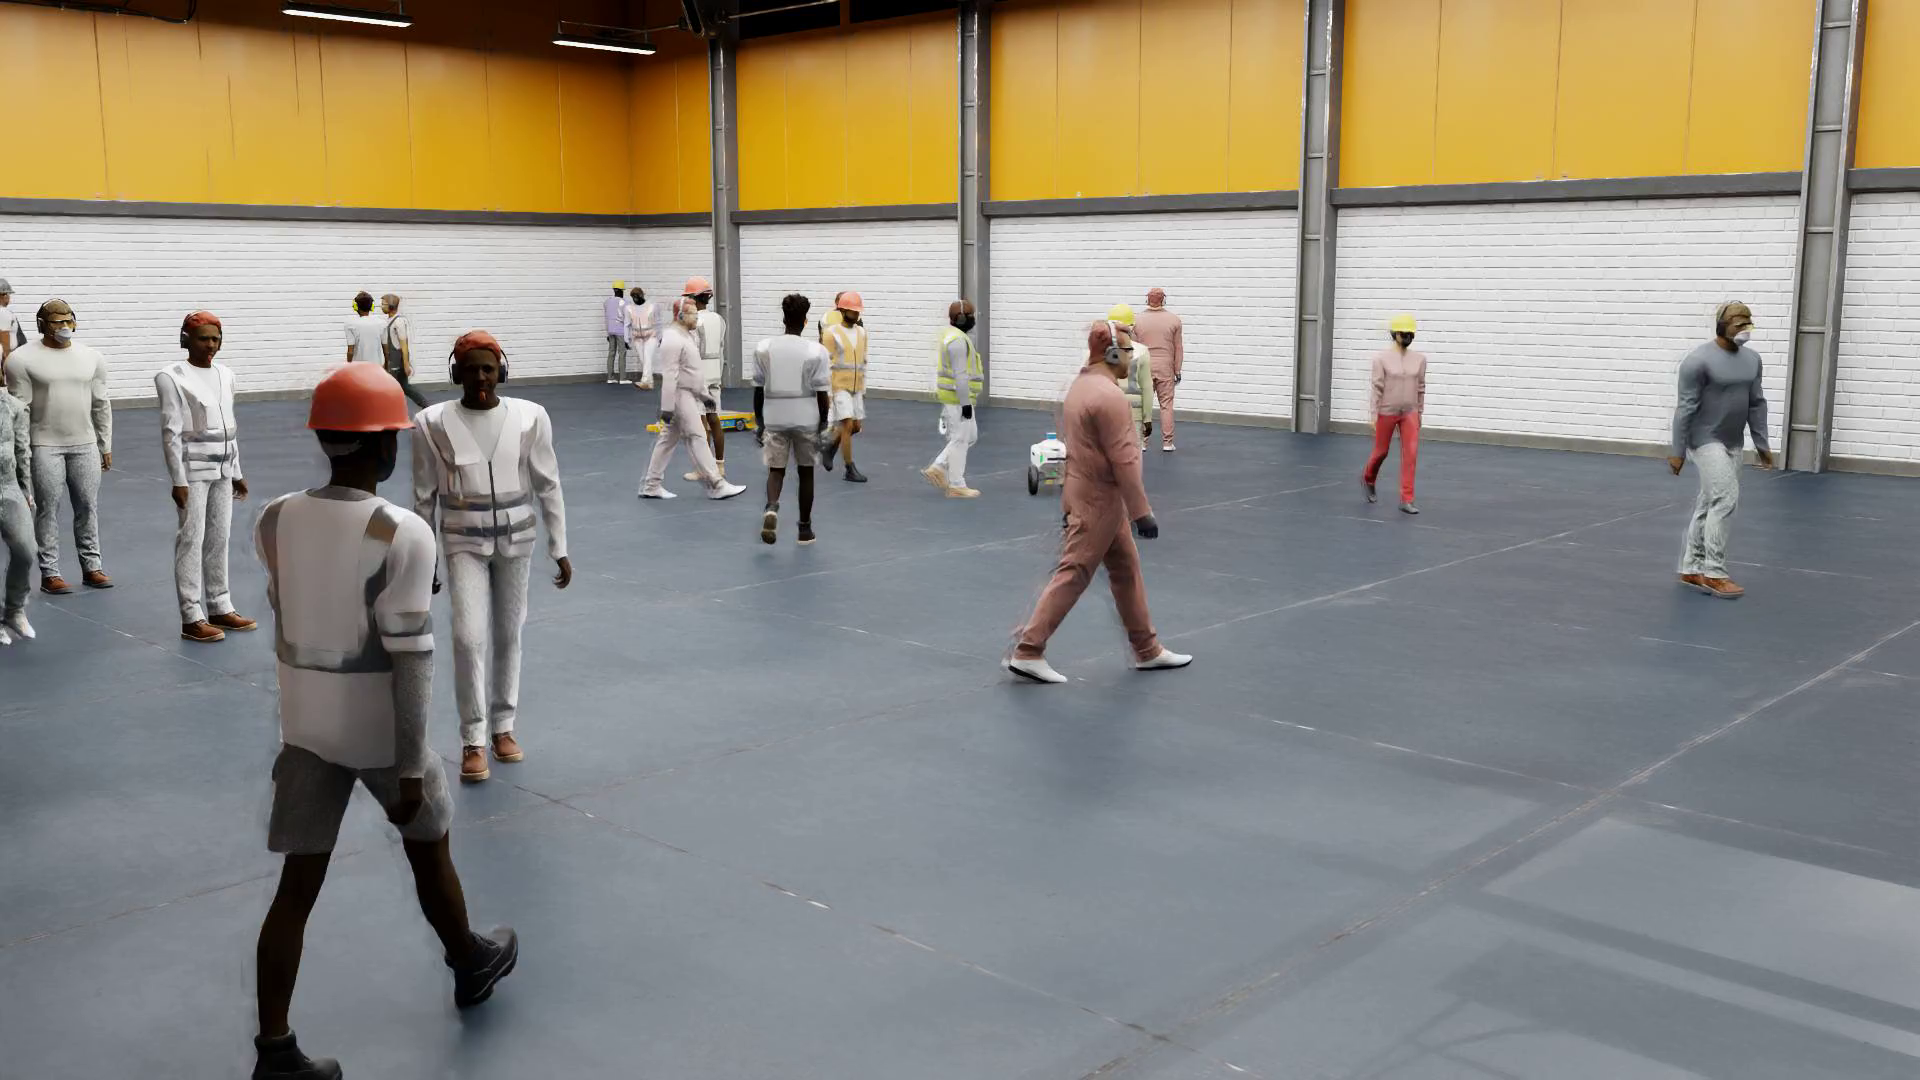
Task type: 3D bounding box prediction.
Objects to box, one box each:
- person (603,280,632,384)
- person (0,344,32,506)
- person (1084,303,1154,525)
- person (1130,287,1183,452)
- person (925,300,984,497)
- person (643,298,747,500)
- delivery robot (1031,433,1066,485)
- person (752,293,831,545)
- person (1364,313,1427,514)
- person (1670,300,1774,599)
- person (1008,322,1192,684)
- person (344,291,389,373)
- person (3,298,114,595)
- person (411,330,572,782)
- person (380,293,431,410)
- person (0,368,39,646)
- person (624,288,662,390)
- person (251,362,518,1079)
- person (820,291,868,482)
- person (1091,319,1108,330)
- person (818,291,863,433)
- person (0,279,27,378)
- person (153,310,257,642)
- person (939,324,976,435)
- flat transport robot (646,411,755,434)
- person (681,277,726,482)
[{"bbox_3d":[-6.298,-3.832,30.698,0.581,1.918,0.405,5,10,28],"label":"person"},{"bbox_3d":[-8.425,-1.114,14.348,1.001,1.818,0.482,6,11,32],"label":"person"},{"bbox_3d":[1.331,-1.039,13.811,0.586,1.835,0.403,4,10,24],"label":"person"},{"bbox_3d":[2.266,-1.969,19.300,0.639,1.908,0.409,1,9,7],"label":"person"},{"bbox_3d":[-0.014,-1.300,15.417,0.465,1.834,0.623,-1,9,-3],"label":"person"},{"bbox_3d":[-2.482,-1.280,15.244,0.979,1.853,0.641,-1,9,-5],"label":"person"},{"bbox_3d":[0.878,-0.780,15.852,0.477,0.478,0.707,-1,9,-4],"label":"delivery robot"},{"bbox_3d":[-1.290,-0.895,12.597,0.625,1.943,0.666,1,9,7],"label":"person"},{"bbox_3d":[3.834,-1.134,14.658,0.528,1.737,0.801,-1,9,-8],"label":"person"},{"bbox_3d":[4.991,-0.580,10.746,0.642,1.915,0.706,-5,11,-28],"label":"person"},{"bbox_3d":[0.709,-0.187,8.549,1.005,1.859,0.654,-1,9,-5],"label":"person"},{"bbox_3d":[-6.717,-1.877,18.844,0.531,1.870,0.316,-8,13,-42],"label":"person"},{"bbox_3d":[-5.879,-0.610,10.913,0.368,1.932,0.622,9,13,42],"label":"person"},{"bbox_3d":[-1.944,0.063,6.966,0.599,1.861,0.699,-5,10,-27],"label":"person"},{"bbox_3d":[-7.464,-2.393,22.227,0.924,1.812,0.514,-4,10,-25],"label":"person"},{"bbox_3d":[-5.438,-0.252,9.307,0.433,1.724,0.496,8,13,42],"label":"person"},{"bbox_3d":[-5.563,-3.510,29.112,0.648,1.790,0.903,1,9,8],"label":"person"},{"bbox_3d":[-1.572,0.475,4.400,0.552,1.882,1.039,3,10,15],"label":"person"},{"bbox_3d":[-1.187,-1.545,16.716,0.542,1.909,0.757,-9,13,-43],"label":"person"},{"bbox_3d":[1.349,-1.375,16.488,0.461,1.625,0.533,2,10,15],"label":"person"},{"bbox_3d":[-1.523,-2.287,21.498,0.632,1.835,0.432,4,10,21],"label":"person"},{"bbox_3d":[-12.386,-2.423,21.667,0.714,2.000,1.013,7,12,37],"label":"person"},{"bbox_3d":[-4.334,-0.371,9.562,0.357,1.885,0.573,3,10,15],"label":"person"},{"bbox_3d":[-0.035,-2.031,20.538,0.520,1.618,0.493,-5,11,-28],"label":"person"},{"bbox_3d":[-3.315,-1.543,21.686,0.652,0.197,1.431,8,12,41],"label":"flat transport robot"},{"bbox_3d":[-2.596,-1.602,16.629,0.390,2.040,0.614,4,10,26],"label":"person"}]
